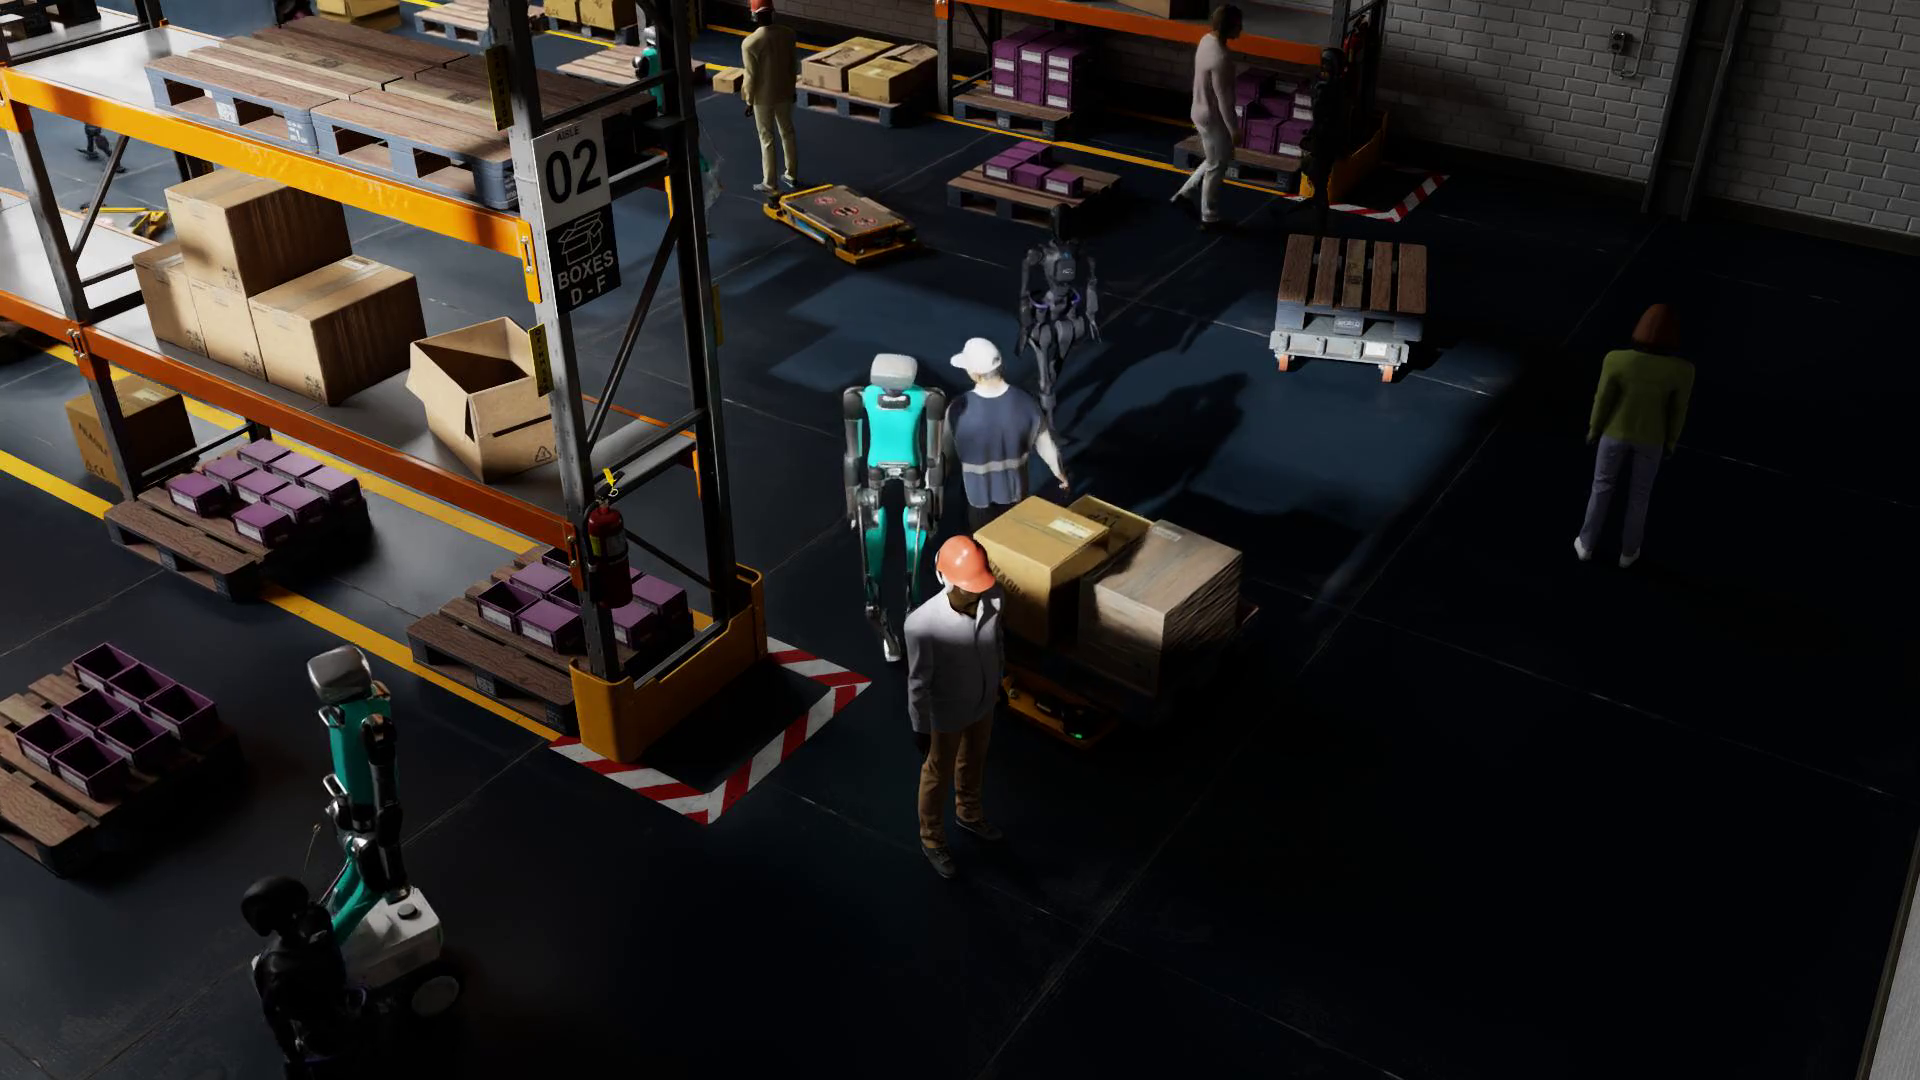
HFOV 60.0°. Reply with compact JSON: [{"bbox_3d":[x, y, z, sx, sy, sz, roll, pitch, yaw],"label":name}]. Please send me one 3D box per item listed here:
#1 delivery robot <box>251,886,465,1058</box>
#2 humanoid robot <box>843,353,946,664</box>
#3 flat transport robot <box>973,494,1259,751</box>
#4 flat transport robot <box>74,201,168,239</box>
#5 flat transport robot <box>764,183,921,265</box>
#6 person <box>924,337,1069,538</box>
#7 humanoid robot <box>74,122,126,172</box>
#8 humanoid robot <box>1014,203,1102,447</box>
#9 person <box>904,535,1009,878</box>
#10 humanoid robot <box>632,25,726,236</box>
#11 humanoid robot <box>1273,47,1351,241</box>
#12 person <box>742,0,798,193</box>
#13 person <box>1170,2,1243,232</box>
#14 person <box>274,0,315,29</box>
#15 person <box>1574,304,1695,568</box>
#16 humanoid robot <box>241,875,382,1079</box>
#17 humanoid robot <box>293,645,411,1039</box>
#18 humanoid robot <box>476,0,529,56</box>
[{"bbox_3d":[-2.489,1.766,6.909,0.790,0.608,0.499,-23,39,-31],"label":"delivery robot"},{"bbox_3d":[-0.335,-0.030,8.629,0.540,1.856,0.653,-1,33,-1],"label":"humanoid robot"},{"bbox_3d":[0.839,0.598,8.953,0.659,0.231,1.431,25,40,33],"label":"flat transport robot"},{"bbox_3d":[-7.070,-2.411,13.579,0.659,0.231,1.431,-1,33,-2],"label":"flat transport robot"},{"bbox_3d":[-1.007,-2.689,14.007,0.659,0.231,1.431,-22,39,-30],"label":"flat transport robot"},{"bbox_3d":[0.221,-0.264,8.950,0.837,1.724,0.674,-8,34,-12],"label":"person"},{"bbox_3d":[-7.996,-4.151,14.988,0.745,1.628,0.609,12,35,18],"label":"humanoid robot"},{"bbox_3d":[0.635,-1.439,10.843,0.599,1.623,0.799,-11,35,-17],"label":"humanoid robot"},{"bbox_3d":[0.015,0.721,7.402,0.572,1.749,0.337,-28,42,-36],"label":"person"},{"bbox_3d":[-2.201,-3.225,13.495,0.732,1.797,0.530,22,39,30],"label":"humanoid robot"},{"bbox_3d":[2.878,-3.186,13.491,0.620,1.633,0.595,20,38,27],"label":"humanoid robot"},{"bbox_3d":[-1.662,-3.896,14.506,0.560,1.744,0.336,-26,41,-34],"label":"person"},{"bbox_3d":[2.095,-3.443,13.654,0.471,1.917,0.652,1,33,1],"label":"person"},{"bbox_3d":[-5.566,-4.087,14.627,0.631,1.930,0.529,-9,34,-14],"label":"person"},{"bbox_3d":[3.848,-0.584,9.517,0.496,1.632,0.291,12,35,18],"label":"person"},{"bbox_3d":[-2.199,1.808,5.801,0.323,1.646,0.587,-2,33,-4],"label":"humanoid robot"},{"bbox_3d":[-2.526,1.330,6.555,0.842,1.868,0.554,-22,39,-30],"label":"humanoid robot"},{"bbox_3d":[-4.498,-4.833,15.992,0.850,1.813,0.557,14,36,21],"label":"humanoid robot"}]
